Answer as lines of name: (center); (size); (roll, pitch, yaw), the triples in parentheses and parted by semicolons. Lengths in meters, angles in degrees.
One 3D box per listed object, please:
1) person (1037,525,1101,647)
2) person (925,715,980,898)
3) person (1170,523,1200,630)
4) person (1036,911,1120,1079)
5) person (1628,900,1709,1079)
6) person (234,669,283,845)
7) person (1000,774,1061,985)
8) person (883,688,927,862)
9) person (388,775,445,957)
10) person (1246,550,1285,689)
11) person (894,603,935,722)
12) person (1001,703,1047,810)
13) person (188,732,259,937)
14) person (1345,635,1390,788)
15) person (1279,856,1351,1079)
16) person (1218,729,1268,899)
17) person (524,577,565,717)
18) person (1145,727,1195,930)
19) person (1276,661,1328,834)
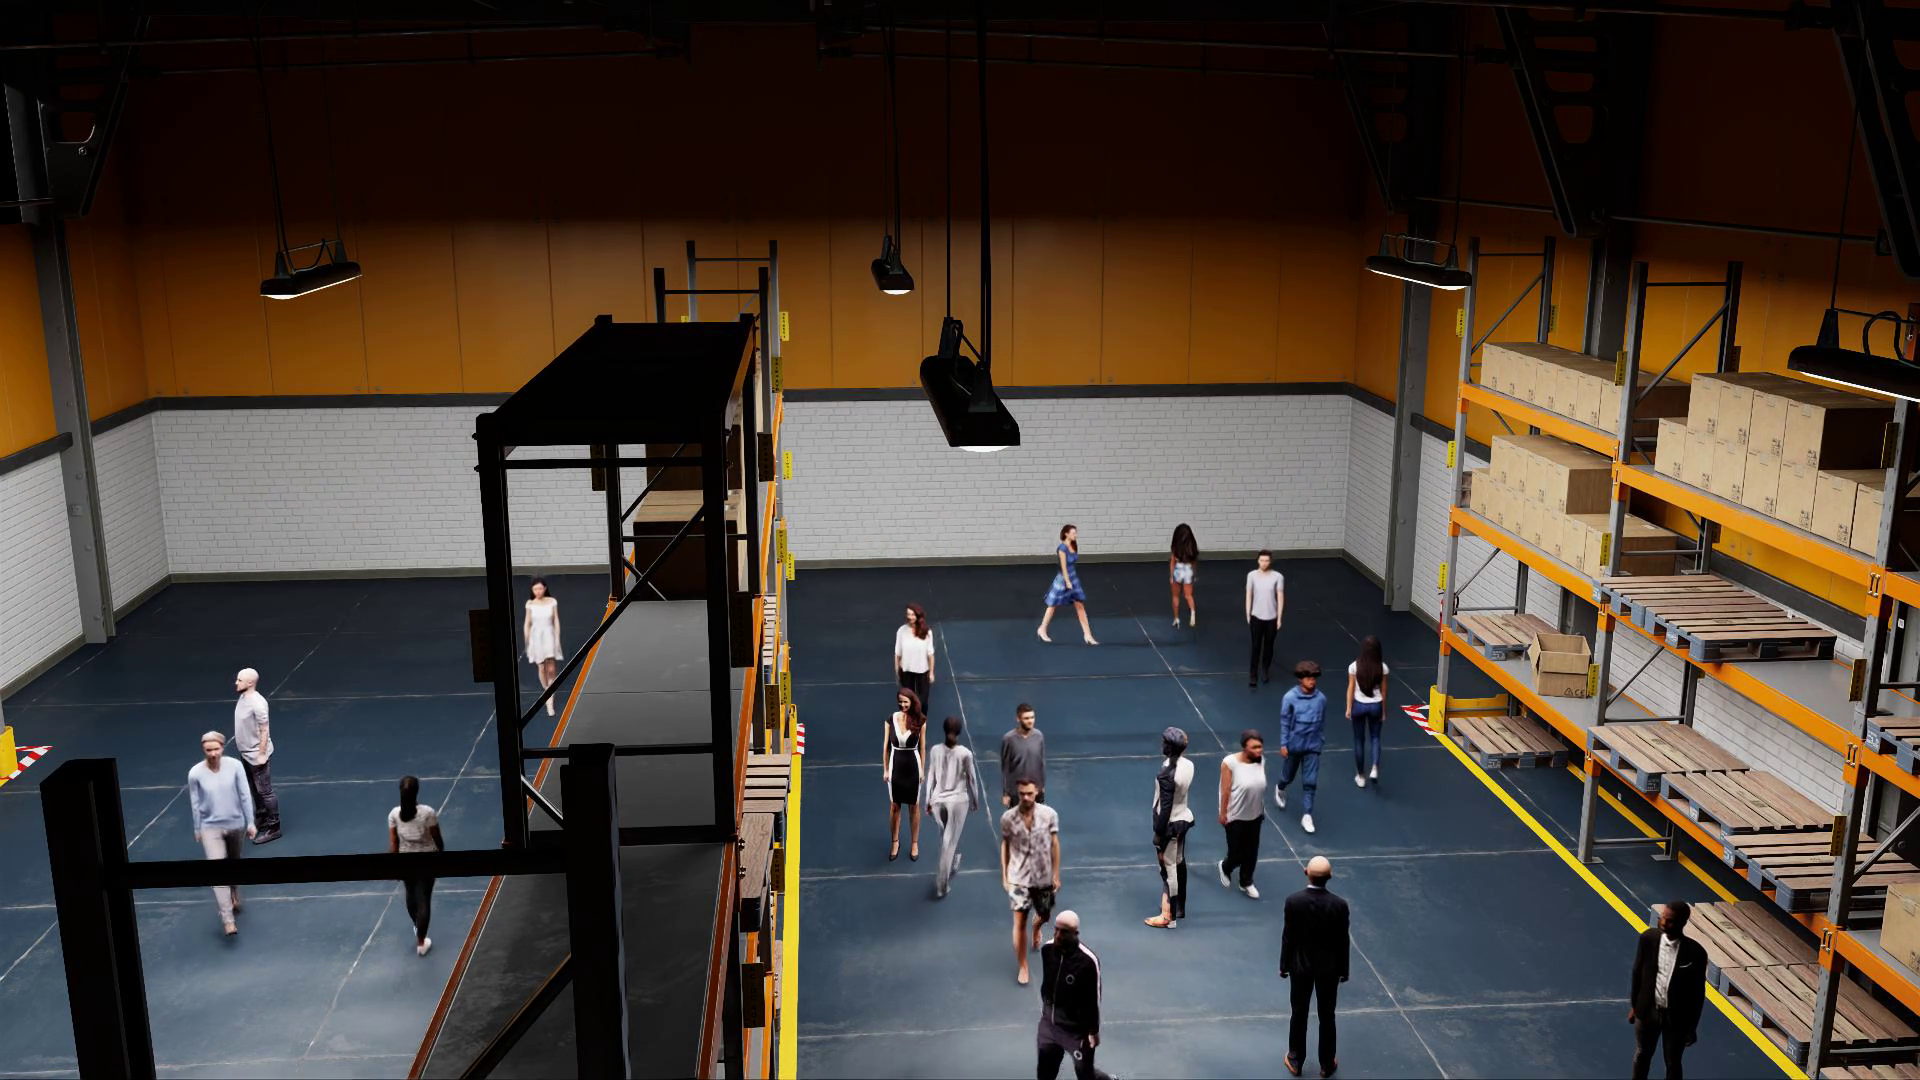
person: (1.434, 0.681, 23.693); (1.140, 1.754, 1.172); (8, 16, 31)
person: (-0.125, 2.578, 15.894); (0.875, 1.738, 1.099); (4, 14, 17)
person: (3.300, 0.579, 24.420); (0.611, 1.609, 0.899); (-3, 14, -11)
person: (0.845, 3.488, 11.981); (1.138, 1.809, 1.204); (11, 18, 39)
person: (5.145, 3.452, 12.148); (0.726, 1.801, 0.793); (12, 18, 40)
person: (-7.290, 2.206, 17.230); (0.817, 1.831, 0.727); (-12, 18, -41)
person: (0.620, 2.881, 14.524); (0.675, 1.794, 1.015); (-1, 14, -2)
person: (-0.554, 2.347, 16.726); (0.613, 1.796, 0.530); (1, 14, 4)
person: (-4.832, 2.905, 14.780); (0.593, 1.626, 0.845); (-1, 14, -2)
person: (4.069, 1.031, 22.094); (0.924, 1.826, 1.220); (4, 14, 15)
person: (-0.523, 1.593, 19.864); (0.669, 1.783, 0.645); (2, 14, 6)
person: (0.616, 2.448, 16.403); (0.775, 1.750, 0.974); (-5, 15, -21)
person: (-6.815, 2.648, 15.377); (1.034, 1.845, 1.344); (-8, 16, -29)
person: (4.535, 1.938, 18.482); (0.653, 1.763, 0.759); (1, 14, 5)
person: (2.736, 3.287, 12.834); (0.747, 1.800, 0.684); (3, 14, 11)
person: (2.690, 2.591, 15.970); (0.777, 1.676, 0.812); (-7, 15, -25)
person: (-5.278, 1.313, 21.092); (0.703, 1.749, 0.956); (-3, 14, -13)
person: (1.955, 2.635, 15.329); (0.830, 1.893, 0.735); (8, 16, 30)
person: (3.590, 2.133, 17.629); (0.662, 1.787, 1.034); (-1, 14, -6)
